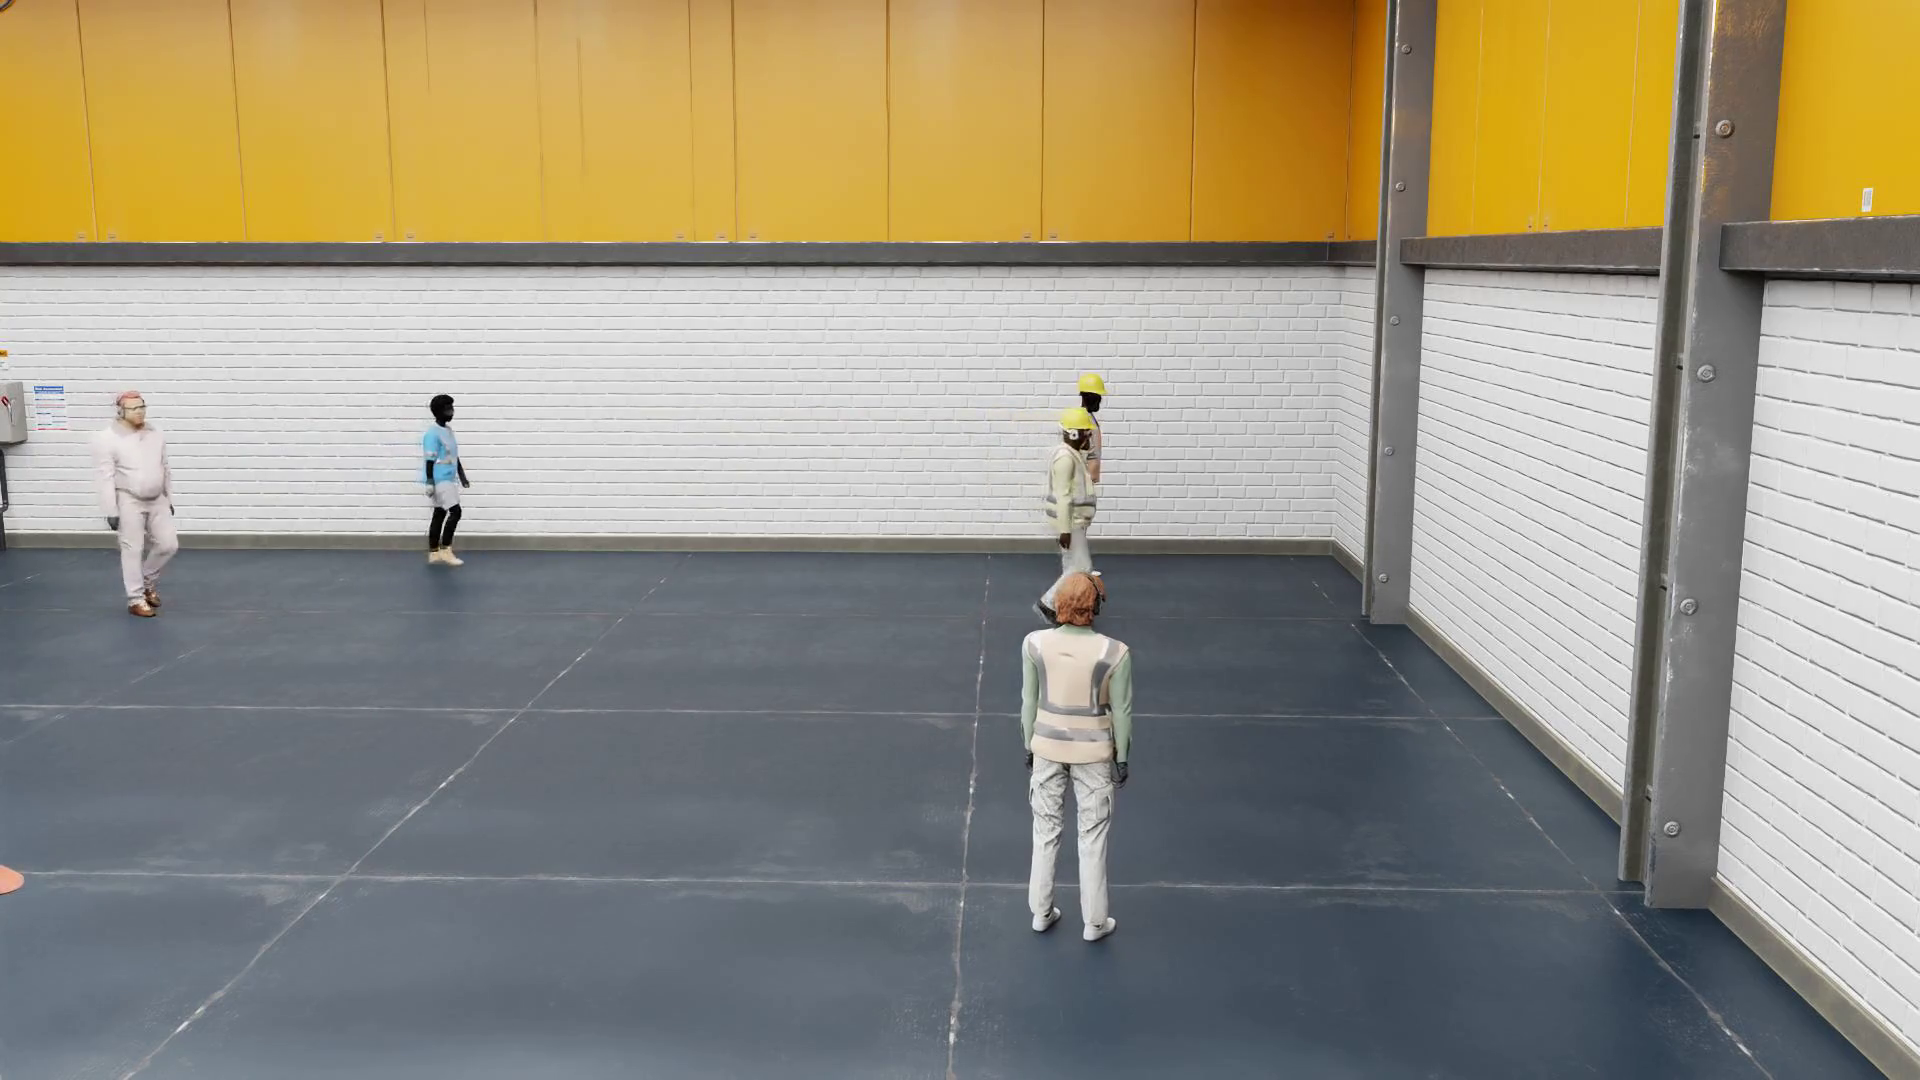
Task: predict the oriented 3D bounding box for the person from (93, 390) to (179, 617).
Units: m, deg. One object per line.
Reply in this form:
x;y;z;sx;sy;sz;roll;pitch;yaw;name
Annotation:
-6.814;-0.298;13.817;0.420;1.892;0.667;5;11;27;person

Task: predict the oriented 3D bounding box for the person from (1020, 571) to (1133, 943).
0.504;0.948;7.296;0.509;1.629;0.314;4;10;20;person

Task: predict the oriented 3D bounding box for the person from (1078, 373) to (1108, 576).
1.168;-0.574;15.340;0.376;1.922;0.594;2;10;9;person

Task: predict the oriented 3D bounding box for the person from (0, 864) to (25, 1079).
-2.027;1.467;3.354;0.551;1.935;0.375;9;13;43;person

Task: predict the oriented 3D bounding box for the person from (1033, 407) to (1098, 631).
0.878;-0.146;13.136;0.427;1.818;0.617;2;10;11;person

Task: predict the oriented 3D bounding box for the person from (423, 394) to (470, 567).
-4.950;-0.569;16.049;0.512;1.675;0.536;-1;10;-4;person
